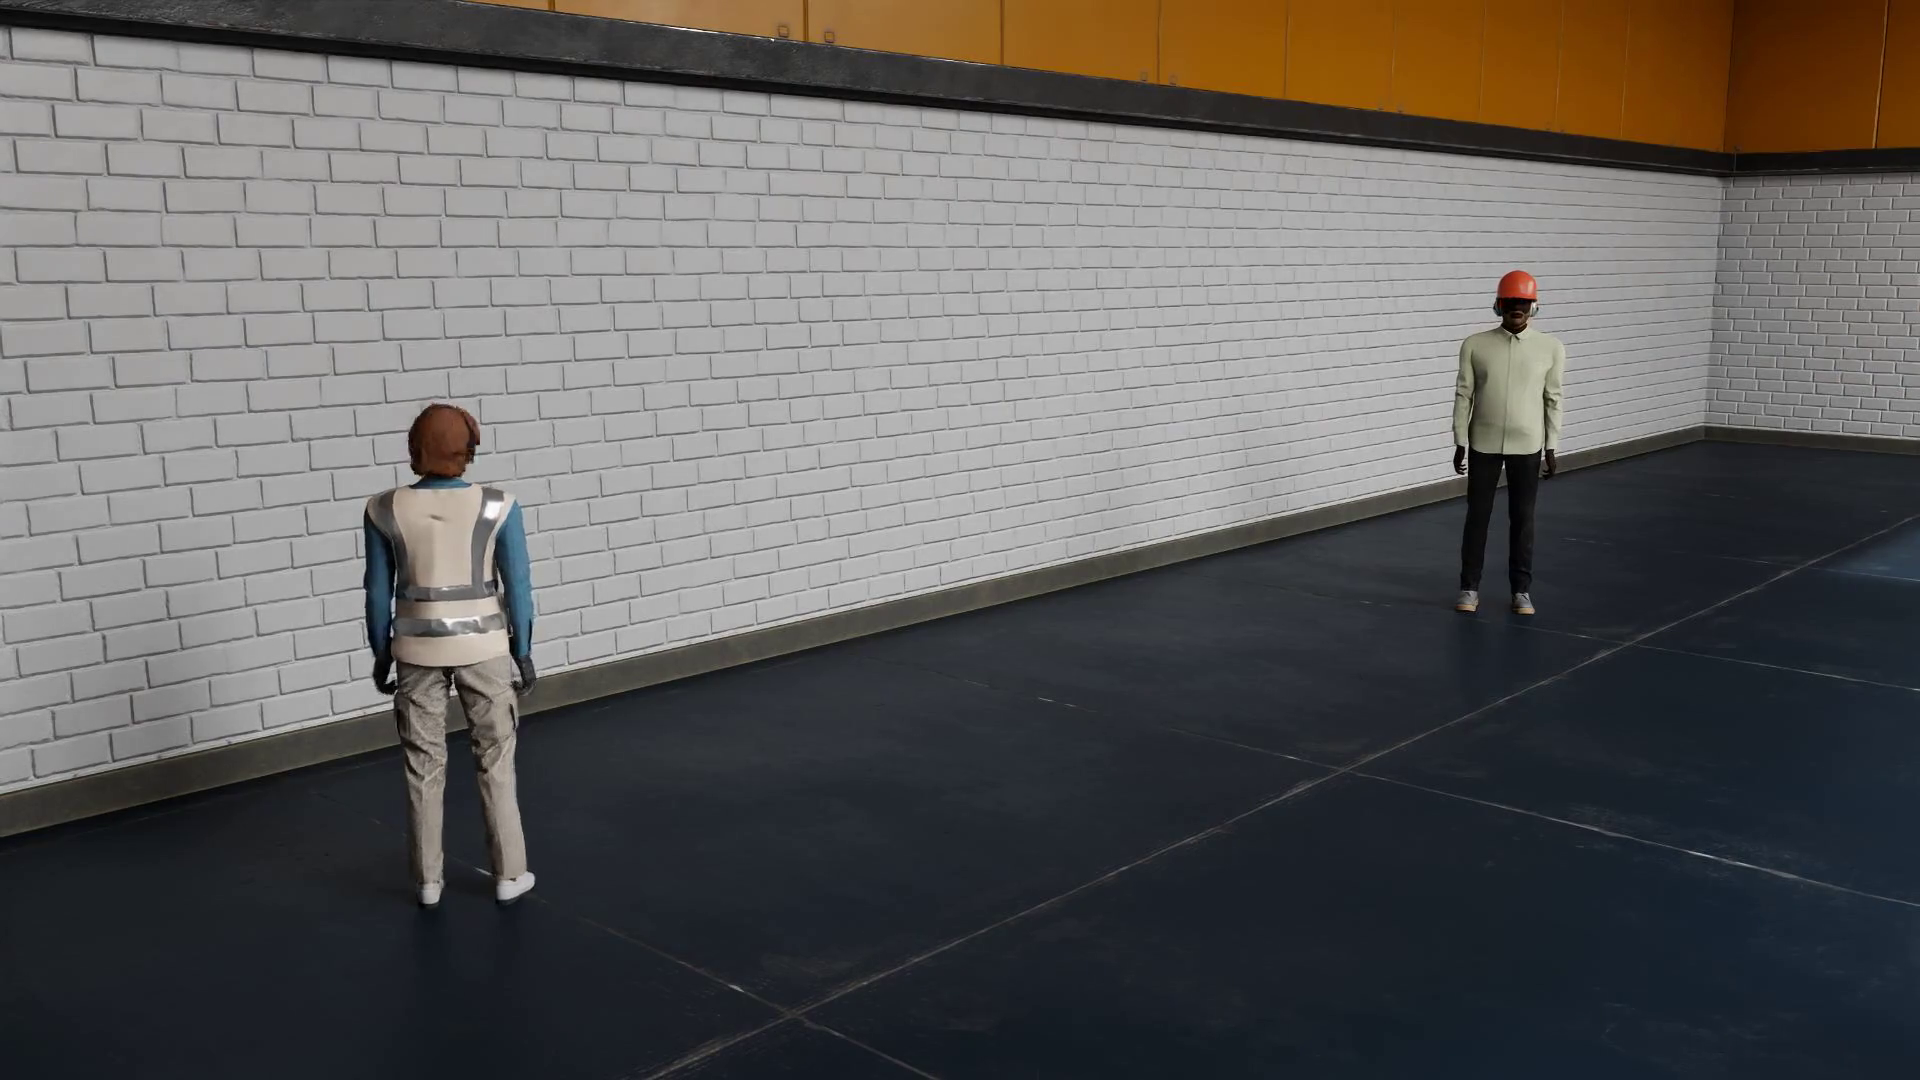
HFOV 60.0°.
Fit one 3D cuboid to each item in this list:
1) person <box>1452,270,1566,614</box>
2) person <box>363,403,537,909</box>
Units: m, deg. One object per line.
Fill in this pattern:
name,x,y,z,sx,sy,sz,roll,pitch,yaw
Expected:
person,3.185,-0.562,9.706,0.612,1.997,0.376,3,10,15
person,-1.633,0.385,5.354,0.535,1.635,0.312,-1,10,-5
